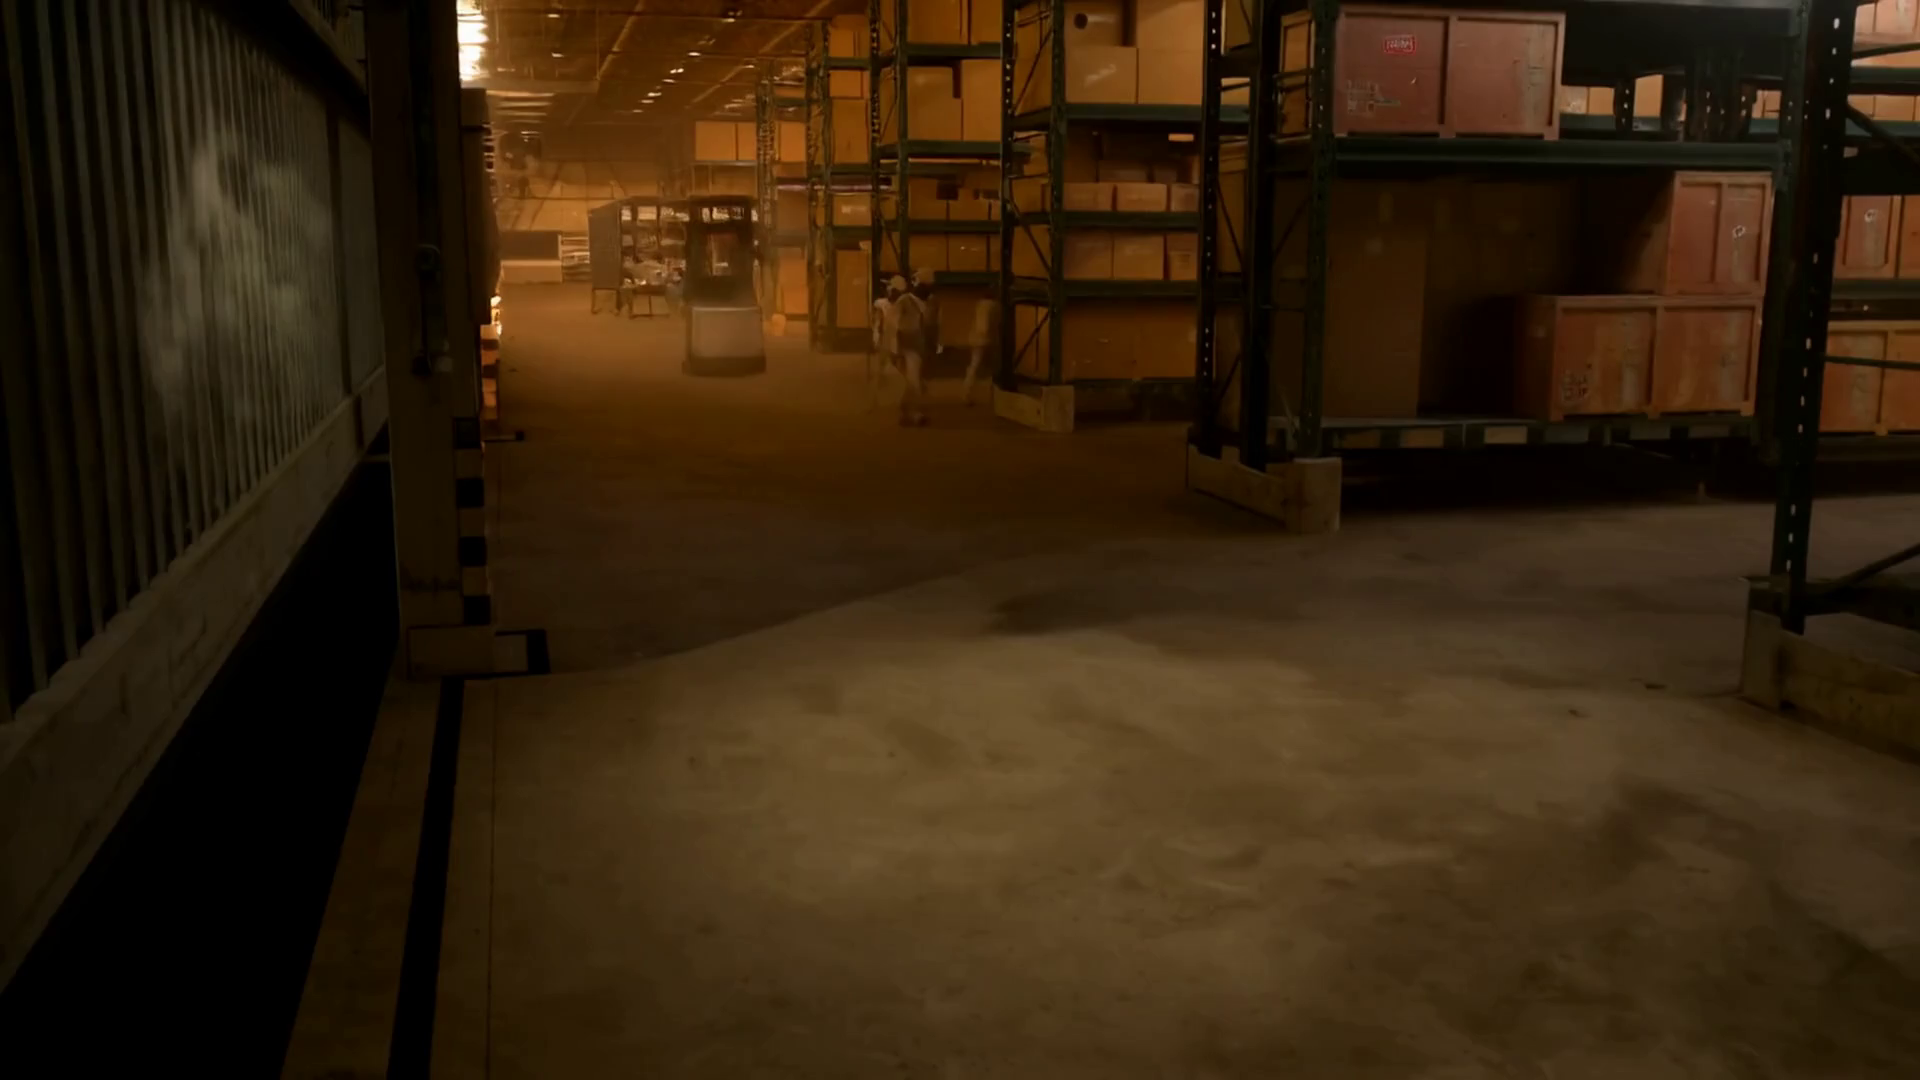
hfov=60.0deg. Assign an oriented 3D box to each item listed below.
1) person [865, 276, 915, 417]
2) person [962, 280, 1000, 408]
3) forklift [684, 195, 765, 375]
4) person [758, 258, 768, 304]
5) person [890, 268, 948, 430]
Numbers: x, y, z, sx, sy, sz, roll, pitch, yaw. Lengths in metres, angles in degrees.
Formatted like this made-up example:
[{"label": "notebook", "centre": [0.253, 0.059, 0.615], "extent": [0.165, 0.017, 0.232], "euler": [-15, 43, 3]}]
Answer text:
[{"label": "person", "centre": [-0.867, -2.316, 19.954], "extent": [0.578, 1.698, 0.876], "euler": [-5, 11, -27]}, {"label": "person", "centre": [0.403, -2.454, 20.879], "extent": [0.867, 1.584, 0.536], "euler": [-4, 11, -21]}, {"label": "forklift", "centre": [-3.771, -4.076, 26.451], "extent": [1.129, 2.768, 1.873], "euler": [-3, 10, -15]}, {"label": "person", "centre": [-4.865, -6.243, 41.997], "extent": [0.505, 1.723, 0.529], "euler": [3, 10, 15]}, {"label": "person", "centre": [-0.430, -2.119, 18.476], "extent": [0.603, 1.772, 0.923], "euler": [-6, 12, -31]}]
